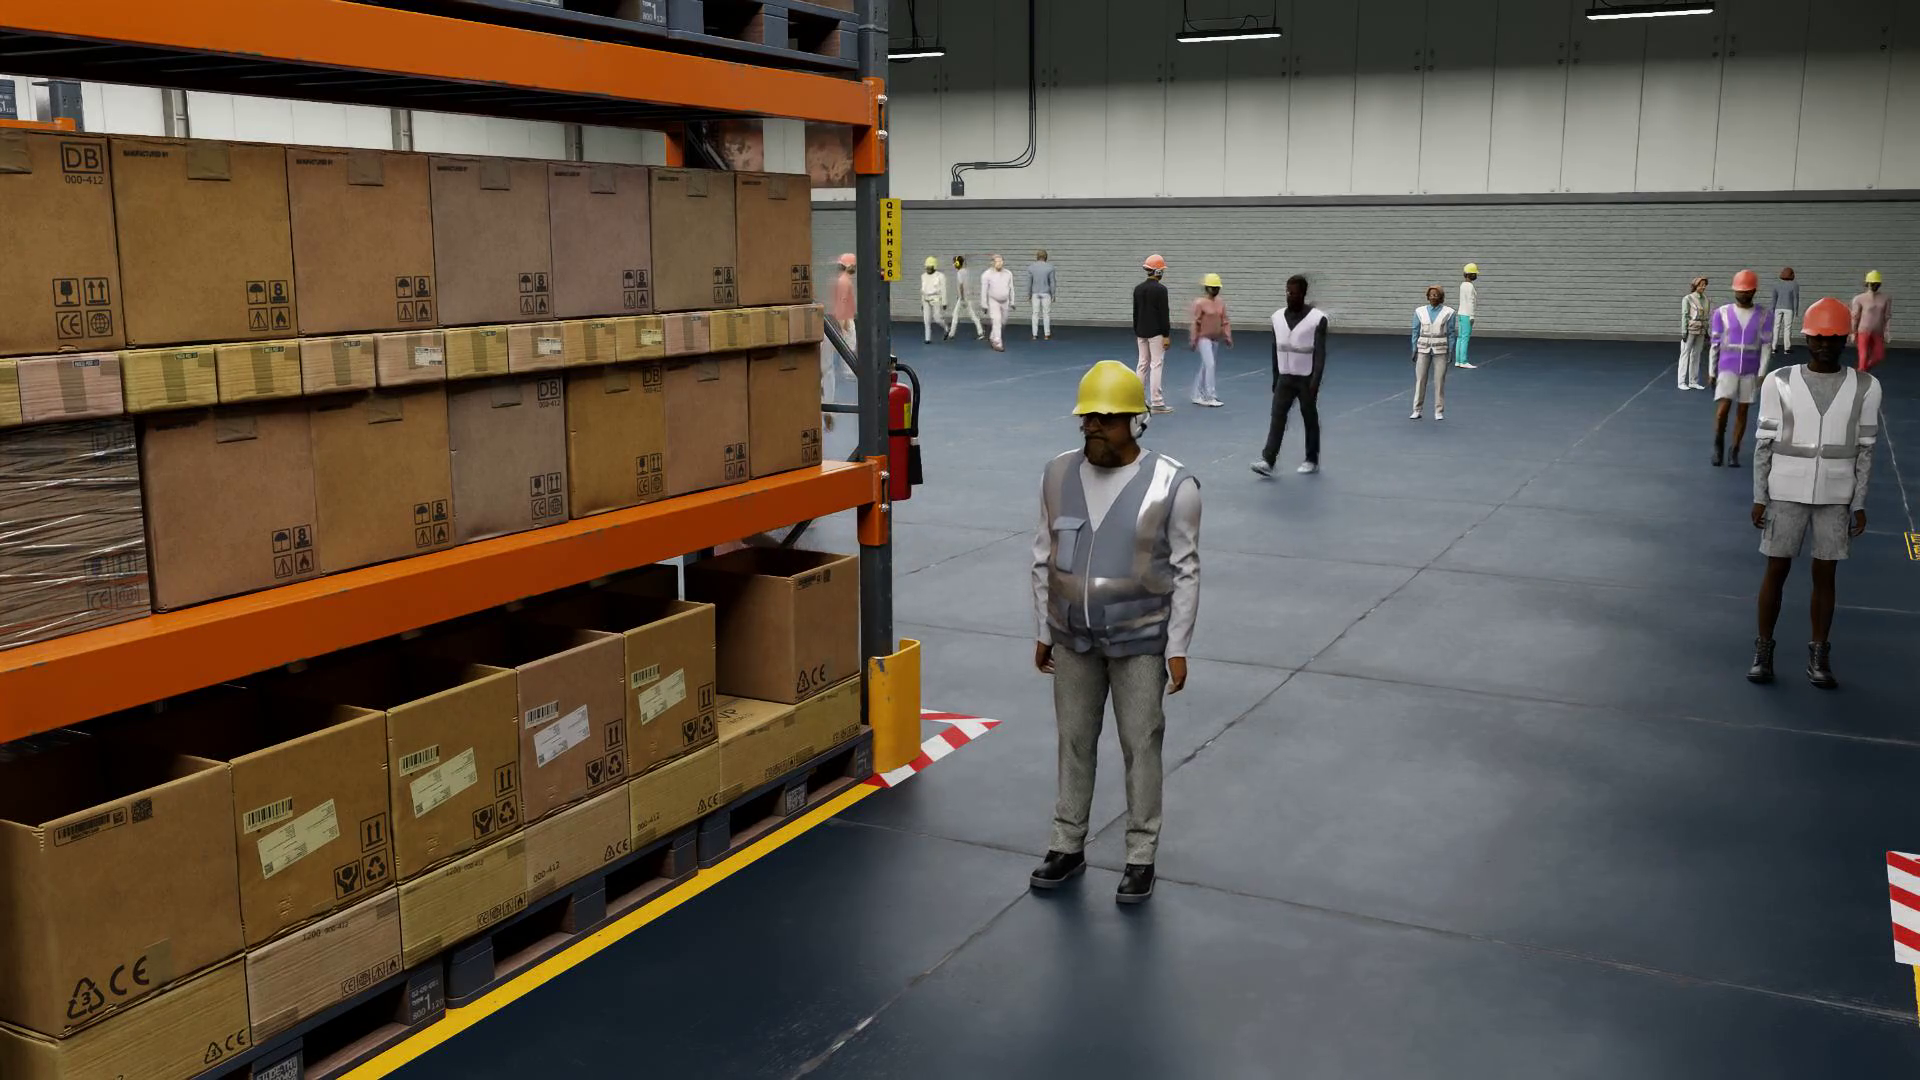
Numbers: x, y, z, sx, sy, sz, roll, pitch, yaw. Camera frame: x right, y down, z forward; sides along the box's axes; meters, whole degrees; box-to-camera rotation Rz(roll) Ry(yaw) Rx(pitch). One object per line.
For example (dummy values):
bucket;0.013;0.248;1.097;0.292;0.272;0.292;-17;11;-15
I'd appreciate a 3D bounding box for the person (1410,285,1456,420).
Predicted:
person;5.767;-2.282;20.280;0.515;1.641;0.314;5;11;25

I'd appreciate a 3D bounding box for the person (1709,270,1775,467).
person;7.516;-1.636;16.028;0.540;1.913;0.518;4;11;22

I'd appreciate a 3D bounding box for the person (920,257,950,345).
person;-0.503;-4.920;34.215;0.604;1.817;0.648;7;12;33

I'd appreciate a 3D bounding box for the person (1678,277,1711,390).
person;10.696;-3.004;24.219;0.510;1.640;0.308;-5;11;-24

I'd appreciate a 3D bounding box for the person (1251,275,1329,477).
person;3.098;-1.510;15.445;0.618;1.863;0.987;9;14;41

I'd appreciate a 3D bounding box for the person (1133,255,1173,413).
person;2.443;-2.604;21.064;0.378;1.996;0.611;-7;13;-35

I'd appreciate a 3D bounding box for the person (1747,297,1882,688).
person;4.234;-0.229;8.271;0.544;1.939;0.354;4;11;20

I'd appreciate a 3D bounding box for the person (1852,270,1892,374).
person;12.875;-2.944;23.560;0.539;1.750;0.578;1;10;3

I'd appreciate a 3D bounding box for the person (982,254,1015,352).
person;0.718;-4.632;32.438;0.640;1.882;0.838;-5;12;-27

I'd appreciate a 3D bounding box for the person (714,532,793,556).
person;-1.337;-0.517;9.977;0.712;1.889;0.654;-7;12;-33

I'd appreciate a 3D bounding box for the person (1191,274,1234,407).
person;3.340;-2.603;21.794;0.526;1.732;0.795;-8;13;-37

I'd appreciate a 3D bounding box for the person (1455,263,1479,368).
person;8.599;-3.789;28.158;0.314;1.769;0.525;0;10;-1

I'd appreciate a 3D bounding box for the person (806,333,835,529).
person;-1.242;-1.026;12.766;0.580;1.882;0.346;3;11;18

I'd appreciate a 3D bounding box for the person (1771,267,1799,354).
person;15.682;-4.359;31.624;0.279;1.634;0.498;-9;14;-40

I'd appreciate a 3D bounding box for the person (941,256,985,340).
person;0.105;-5.163;35.554;1.010;1.815;0.537;5;11;25

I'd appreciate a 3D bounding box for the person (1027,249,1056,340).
person;1.759;-5.284;35.839;0.635;1.936;0.352;3;11;18

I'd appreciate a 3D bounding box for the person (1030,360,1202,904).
person;0.506;0.311;5.615;0.591;1.834;0.404;5;12;28

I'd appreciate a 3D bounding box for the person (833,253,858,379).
person;-1.853;-3.484;25.947;0.674;1.976;0.609;-1;10;-7
